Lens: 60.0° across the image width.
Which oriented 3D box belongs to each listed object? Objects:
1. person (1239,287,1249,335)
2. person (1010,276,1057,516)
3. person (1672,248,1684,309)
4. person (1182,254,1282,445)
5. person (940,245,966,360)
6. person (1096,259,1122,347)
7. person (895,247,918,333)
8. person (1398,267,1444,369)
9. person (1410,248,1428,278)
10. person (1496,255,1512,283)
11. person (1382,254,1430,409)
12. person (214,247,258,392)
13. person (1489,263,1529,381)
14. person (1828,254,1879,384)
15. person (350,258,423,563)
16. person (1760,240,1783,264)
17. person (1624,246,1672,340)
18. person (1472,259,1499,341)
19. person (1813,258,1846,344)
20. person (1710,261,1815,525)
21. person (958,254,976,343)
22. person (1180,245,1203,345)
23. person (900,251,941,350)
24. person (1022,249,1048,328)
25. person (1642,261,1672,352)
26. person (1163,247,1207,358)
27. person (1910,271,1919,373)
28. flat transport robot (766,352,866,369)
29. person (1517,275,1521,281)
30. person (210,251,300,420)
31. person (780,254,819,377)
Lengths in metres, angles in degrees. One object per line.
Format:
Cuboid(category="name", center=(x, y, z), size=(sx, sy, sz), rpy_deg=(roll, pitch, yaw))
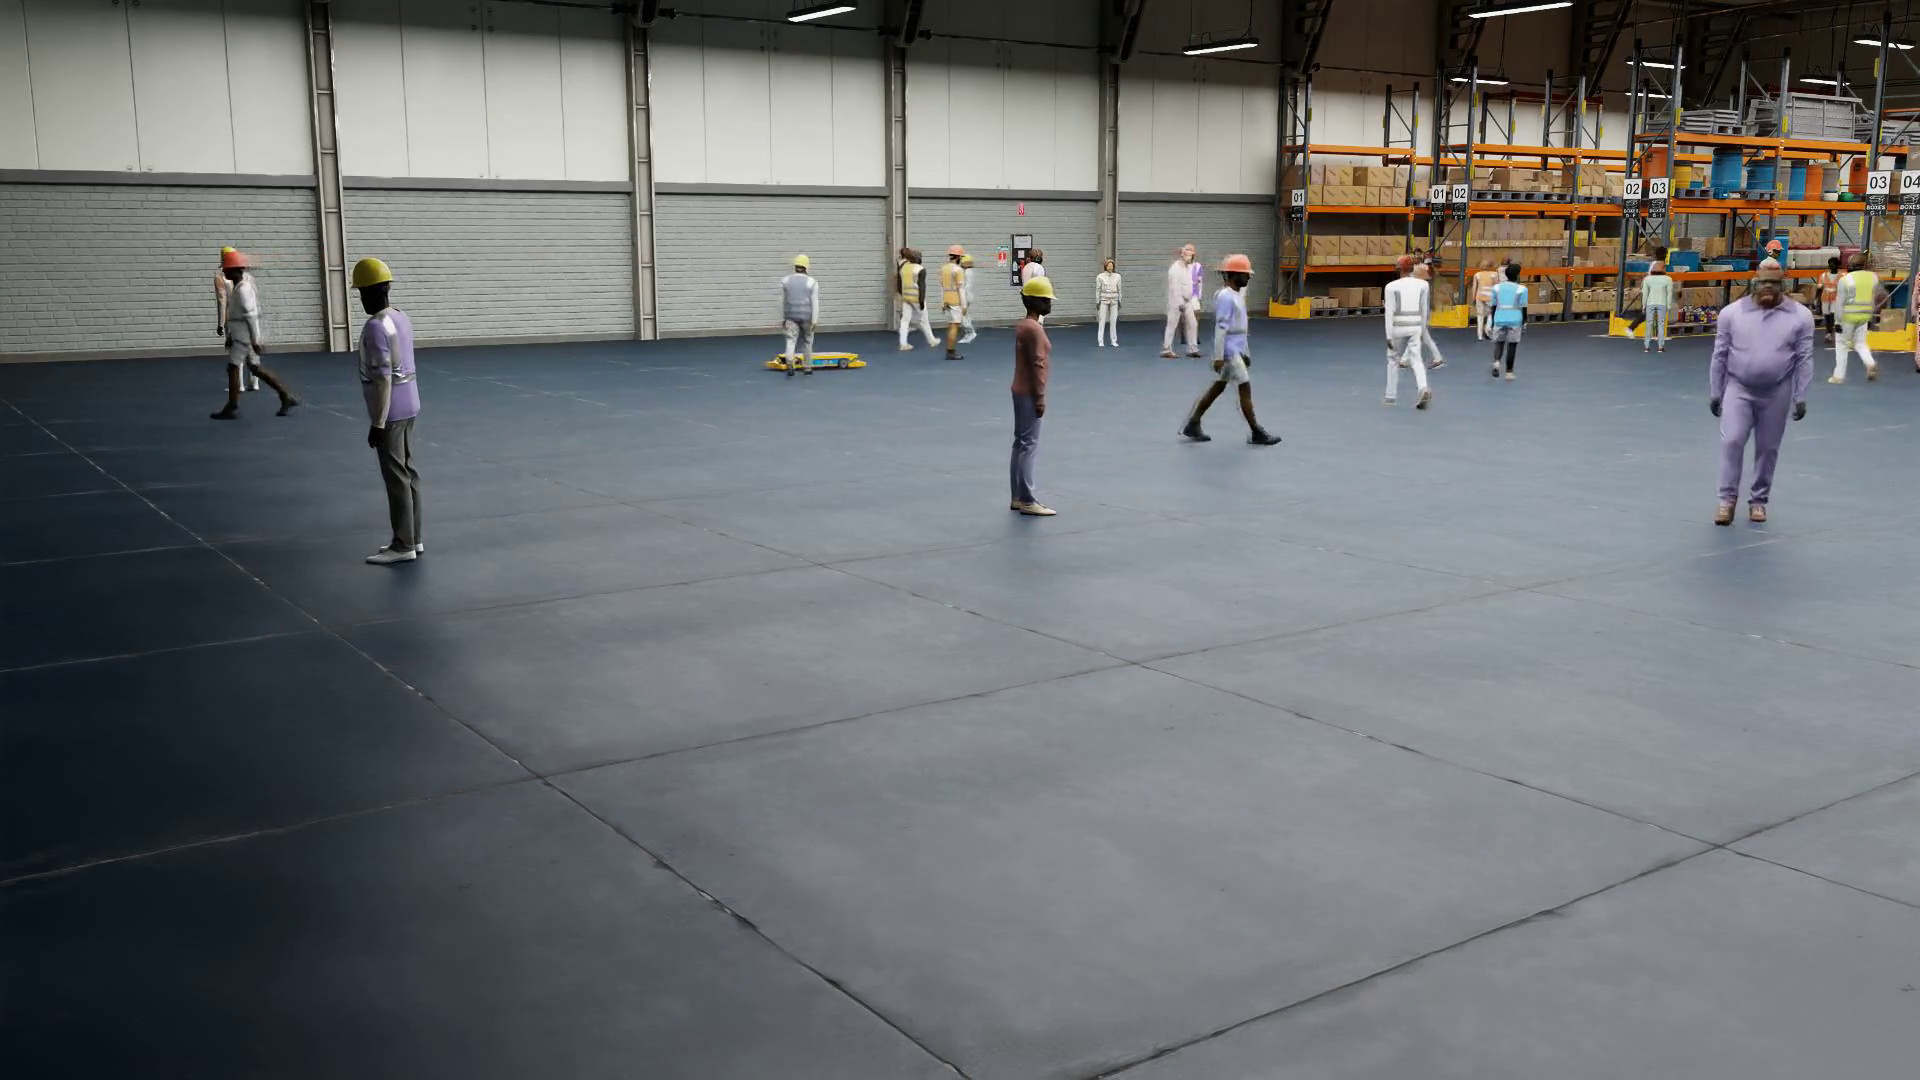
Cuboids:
Cuboid(category="person", center=(5.765, -5.120, 34.997), size=(0.763, 1.602, 0.528), rpy_deg=(7, 12, 32))
Cuboid(category="person", center=(0.547, -1.070, 12.382), size=(0.329, 1.765, 0.526), rpy_deg=(-2, 11, -10))
Cuboid(category="person", center=(15.989, -5.619, 37.241), size=(0.898, 1.785, 0.621), rpy_deg=(-7, 13, -35))
Cuboid(category="person", center=(2.697, -1.895, 16.584), size=(1.015, 1.888, 0.561), rpy_deg=(4, 11, 19))
Cuboid(category="person", center=(-0.083, -3.974, 27.894), size=(0.389, 1.930, 0.552), rpy_deg=(-8, 13, -36))
Cuboid(category="person", center=(2.788, -4.439, 31.220), size=(0.517, 1.635, 0.312), rpy_deg=(-3, 11, -17))
Cuboid(category="person", center=(-1.065, -5.357, 35.736), size=(0.741, 1.822, 0.523), rpy_deg=(-9, 13, -39))
Cuboid(category="person", center=(7.167, -3.443, 25.875), size=(0.866, 1.588, 0.518), rpy_deg=(0, 10, 0))
Cuboid(category="person", center=(9.384, -5.094, 34.311), size=(0.513, 1.816, 0.977), rpy_deg=(2, 11, 10))
Cuboid(category="person", center=(12.364, -5.637, 37.761), size=(0.309, 1.640, 0.514), rpy_deg=(-6, 12, -30))
Cuboid(category="person", center=(5.395, -2.512, 20.064), size=(0.573, 1.857, 0.911), rpy_deg=(-1, 10, -7))
Cuboid(category="person", center=(-9.623, -2.919, 22.090), size=(0.391, 1.919, 0.589), rpy_deg=(6, 12, 29))
Cuboid(category="person", center=(7.869, -3.118, 23.821), size=(0.552, 1.682, 0.371), rpy_deg=(8, 13, 36))
Cuboid(category="person", center=(12.488, -3.073, 23.189), size=(0.640, 1.825, 0.651), rpy_deg=(-2, 10, -9))
Cuboid(category="person", center=(-3.627, -0.809, 10.524), size=(0.383, 1.921, 0.586), rpy_deg=(0, 10, -2))
Cuboid(category="person", center=(14.798, -4.474, 30.410), size=(0.611, 1.996, 0.379), rpy_deg=(-10, 14, -43))
Cuboid(category="person", center=(13.859, -4.955, 33.399), size=(0.840, 1.883, 0.613), rpy_deg=(3, 11, 18))
Cuboid(category="person", center=(10.419, -4.761, 32.988), size=(0.536, 1.620, 0.438), rpy_deg=(6, 12, 28))
Cuboid(category="person", center=(16.843, -4.631, 32.203), size=(0.550, 1.643, 0.877), rpy_deg=(10, 14, 43))
Cuboid(category="person", center=(5.700, -1.027, 11.855), size=(0.655, 1.877, 0.808), rpy_deg=(4, 11, 23))
Cuboid(category="person", center=(0.085, -4.677, 32.243), size=(0.360, 1.727, 0.493), rpy_deg=(0, 10, 2))
Cuboid(category="person", center=(4.340, -4.638, 31.576), size=(0.562, 1.897, 0.925), rpy_deg=(0, 10, 0))
Cuboid(category="person", center=(-0.776, -4.396, 30.522), size=(0.657, 1.791, 0.941), rpy_deg=(9, 14, 42))
Cuboid(category="person", center=(1.357, -4.233, 29.505), size=(0.429, 1.846, 0.625), rpy_deg=(-6, 12, -30))
Cuboid(category="person", center=(12.468, -4.175, 29.761), size=(0.497, 1.633, 0.282), rpy_deg=(6, 12, 31))
Cuboid(category="person", center=(3.830, -4.007, 28.197), size=(0.838, 1.876, 0.668), rpy_deg=(7, 12, 32))
Cuboid(category="person", center=(14.888, -3.481, 25.393), size=(0.660, 1.855, 1.023), rpy_deg=(6, 12, 31))
Cuboid(category="flat transport robot", center=(-2.250, -2.812, 26.029), size=(1.431, 0.197, 0.652), rpy_deg=(-6, 12, -28))
Cuboid(category="person", center=(13.889, -6.467, 41.990), size=(0.374, 1.765, 0.544), rpy_deg=(-6, 12, -30))
Cuboid(category="person", center=(-8.050, -2.321, 18.884), size=(0.909, 1.907, 0.545), rpy_deg=(-4, 11, -21))
Cuboid(category="person", center=(-2.355, -3.265, 24.284), size=(0.588, 1.814, 0.736), rpy_deg=(2, 10, 8))
